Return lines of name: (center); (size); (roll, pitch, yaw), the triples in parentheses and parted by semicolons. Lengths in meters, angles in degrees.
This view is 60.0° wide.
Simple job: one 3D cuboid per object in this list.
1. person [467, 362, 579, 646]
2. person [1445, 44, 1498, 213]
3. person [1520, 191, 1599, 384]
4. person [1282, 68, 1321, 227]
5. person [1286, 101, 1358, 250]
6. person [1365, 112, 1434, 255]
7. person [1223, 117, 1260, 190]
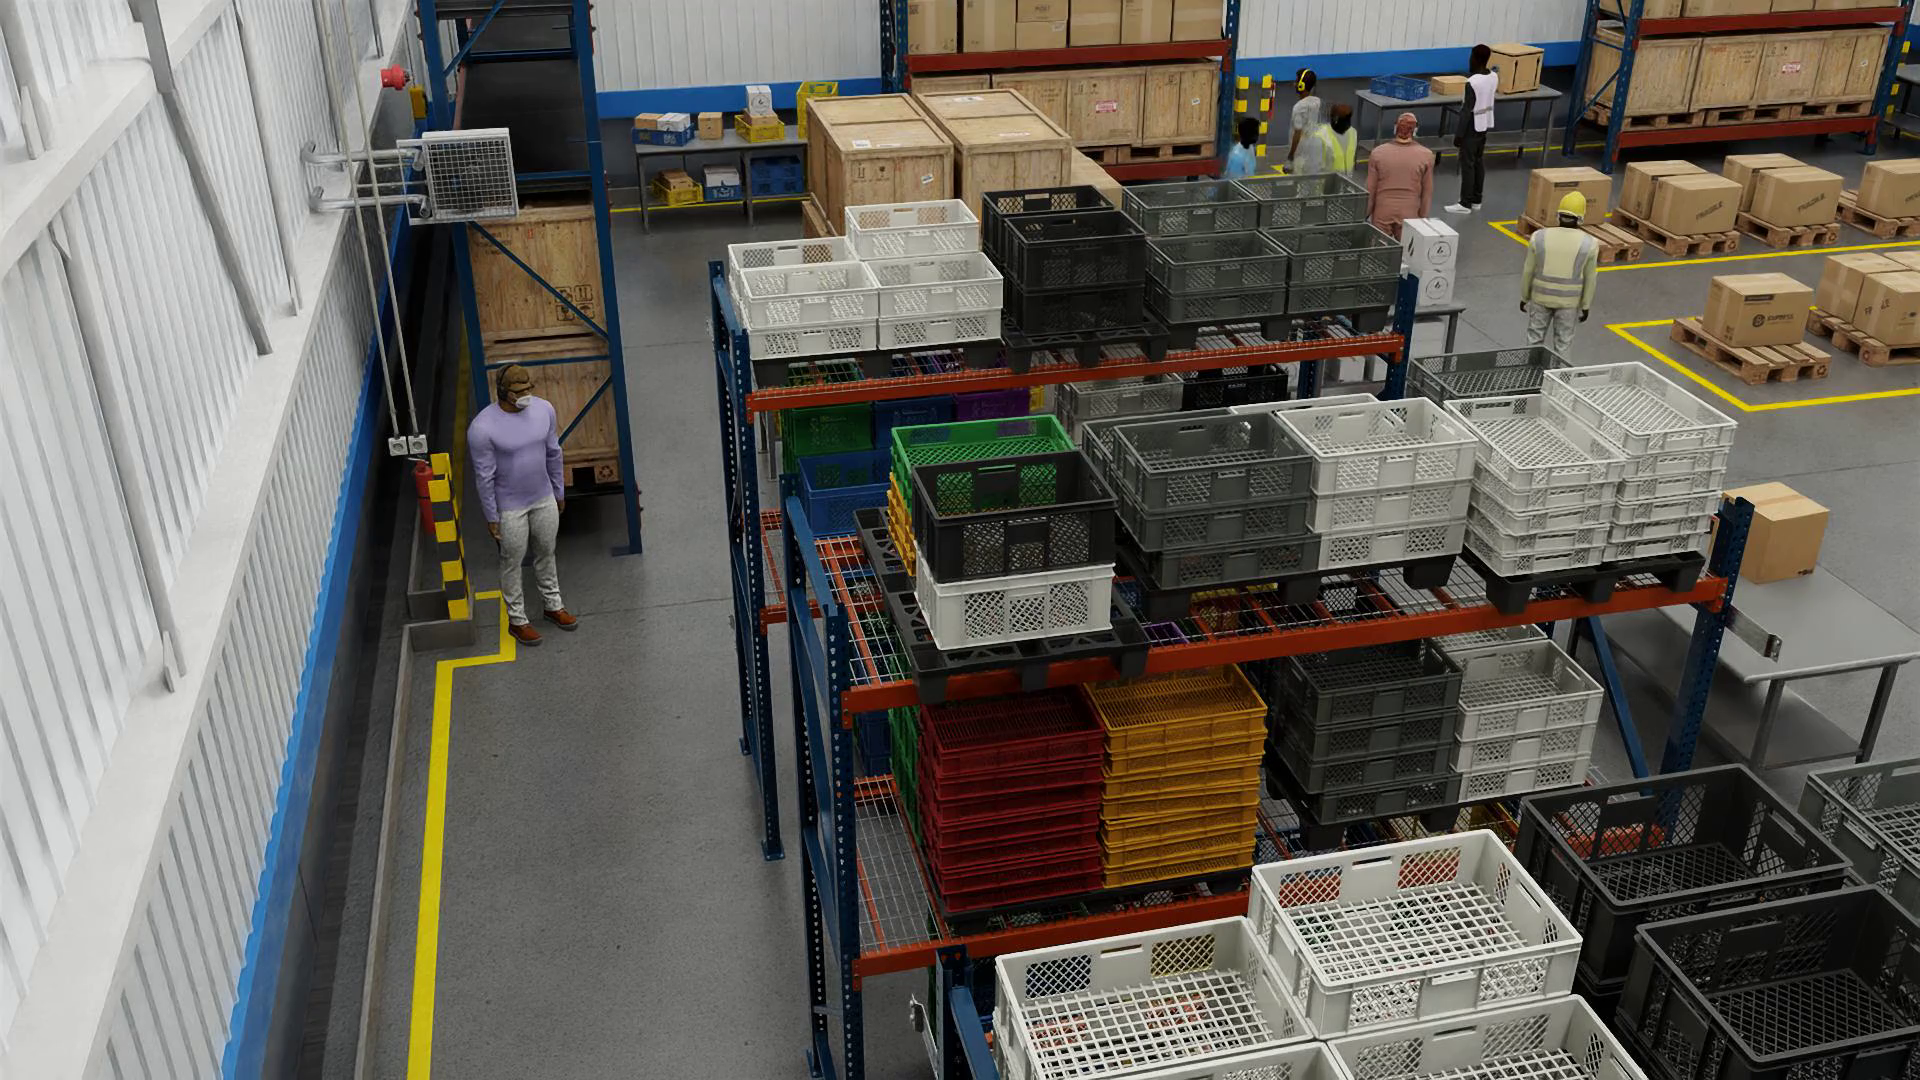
person: (-2.807, -0.249, 10.725); (0.374, 1.933, 0.625); (23, 36, 37)
person: (5.991, -4.777, 19.332); (0.381, 1.916, 0.591); (24, 36, 37)
person: (5.135, -2.091, 14.321); (0.599, 1.830, 0.403); (13, 30, 23)
person: (3.746, -4.267, 18.411); (0.328, 1.872, 0.514); (19, 33, 32)
person: (3.832, -3.727, 17.456); (0.626, 1.809, 0.869); (-14, 31, -25)
person: (4.318, -3.269, 16.479); (0.651, 1.906, 0.401); (6, 28, 11)
person: (2.874, -3.577, 17.305); (0.405, 1.669, 0.552); (12, 30, 21)
